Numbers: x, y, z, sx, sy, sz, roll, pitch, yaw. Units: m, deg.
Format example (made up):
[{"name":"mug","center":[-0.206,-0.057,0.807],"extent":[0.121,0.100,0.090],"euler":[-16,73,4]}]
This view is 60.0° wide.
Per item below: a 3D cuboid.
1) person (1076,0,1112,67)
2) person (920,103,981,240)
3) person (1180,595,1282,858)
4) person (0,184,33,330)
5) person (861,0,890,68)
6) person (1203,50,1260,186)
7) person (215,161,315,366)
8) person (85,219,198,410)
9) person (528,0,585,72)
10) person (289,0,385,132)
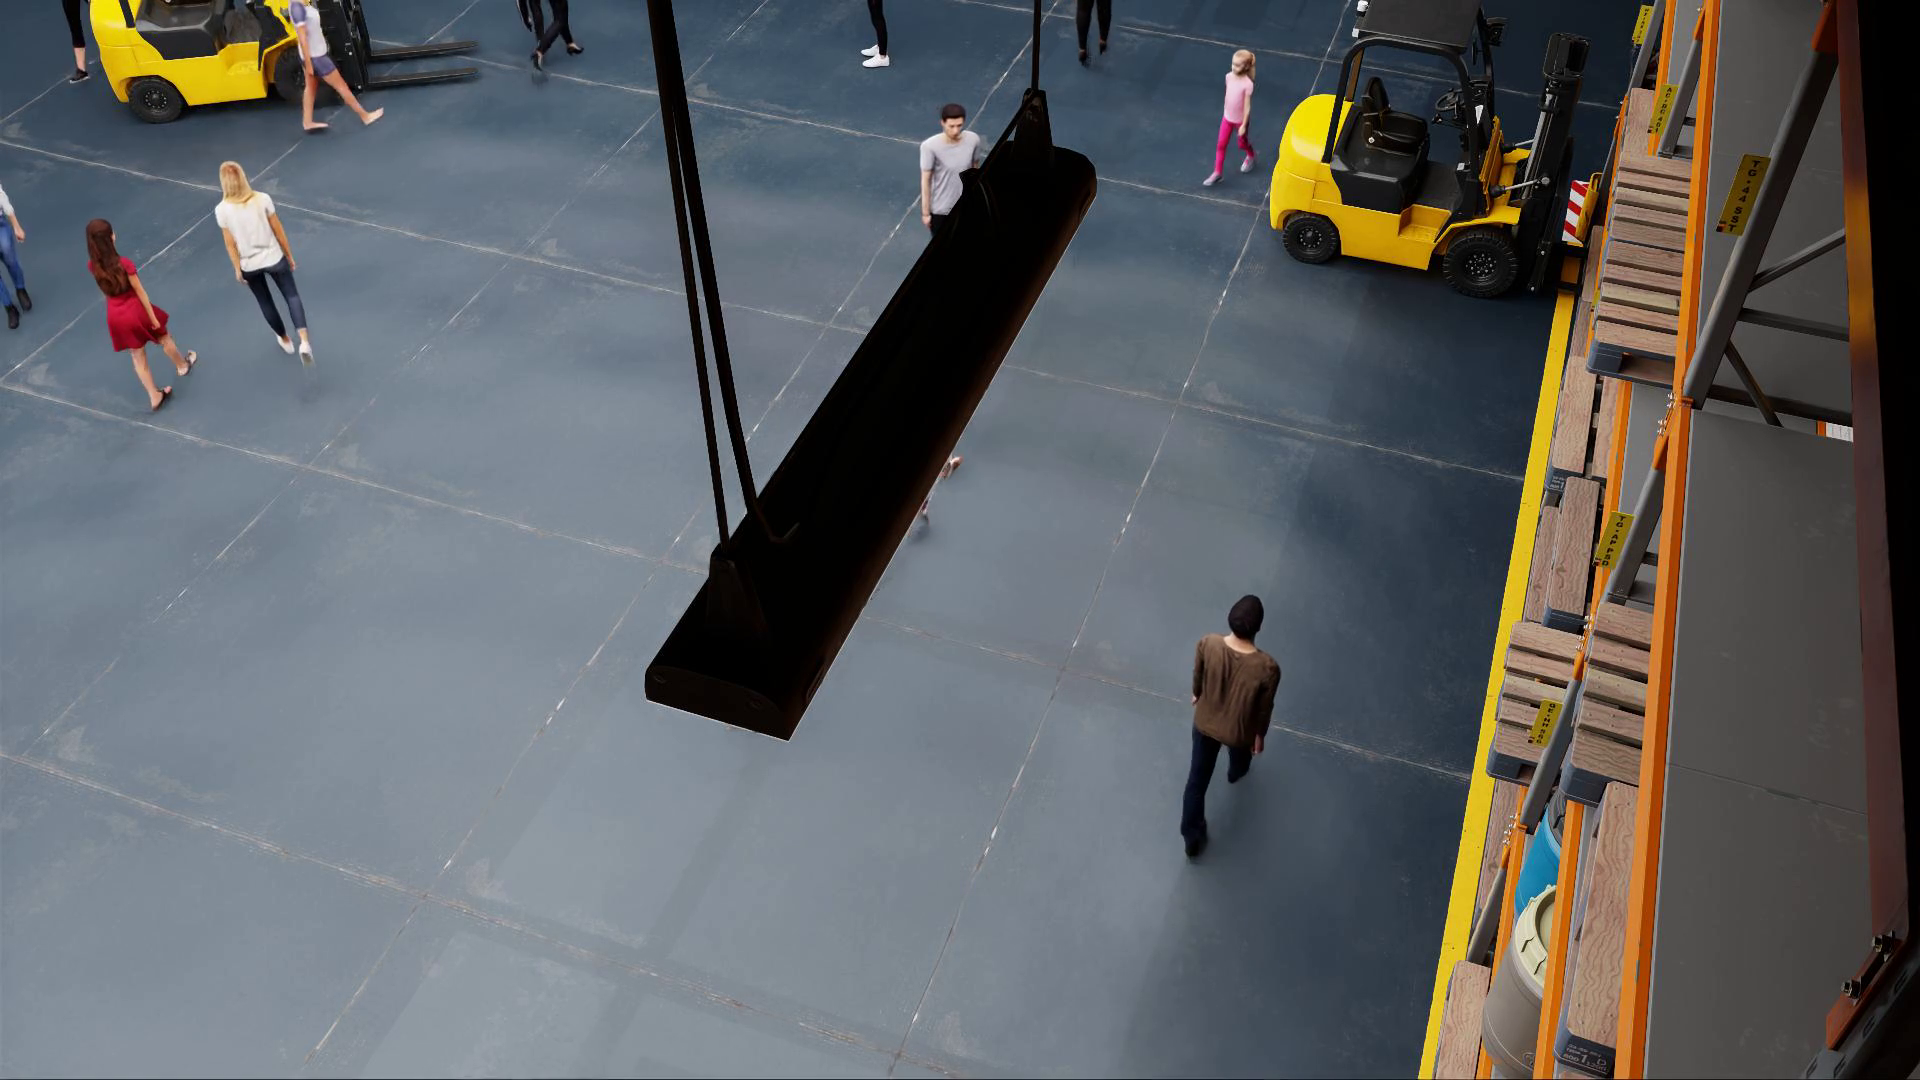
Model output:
[{"name":"person","center":[1.344,-5.615,16.549],"extent":[0.759,1.839,0.809],"euler":[3,44,3]},{"name":"person","center":[-0.074,-2.701,13.474],"extent":[0.732,1.862,0.788],"euler":[-17,46,-17]},{"name":"person","center":[1.488,1.095,9.506],"extent":[0.719,1.839,1.160],"euler":[18,46,18]},{"name":"person","center":[-7.899,-2.553,13.499],"extent":[0.833,1.612,0.889],"euler":[-22,48,-21]},{"name":"person","center":[-0.854,-5.574,16.578],"extent":[0.709,1.740,0.572],"euler":[-1,44,-1]},{"name":"person","center":[2.558,-3.863,15.133],"extent":[0.946,1.256,0.737],"euler":[-34,53,-31]},{"name":"person","center":[-5.377,-2.091,12.884],"extent":[0.984,1.791,1.017],"euler":[-21,48,-21]},{"name":"person","center":[-6.329,-1.669,12.635],"extent":[0.731,1.525,0.955],"euler":[2,44,2]},{"name":"person","center":[-4.106,-5.441,16.513],"extent":[0.836,1.637,1.090],"euler":[30,51,28]},{"name":"person","center":[-6.135,-4.534,15.604],"extent":[1.029,1.577,0.994],"euler":[-15,46,-16]}]
